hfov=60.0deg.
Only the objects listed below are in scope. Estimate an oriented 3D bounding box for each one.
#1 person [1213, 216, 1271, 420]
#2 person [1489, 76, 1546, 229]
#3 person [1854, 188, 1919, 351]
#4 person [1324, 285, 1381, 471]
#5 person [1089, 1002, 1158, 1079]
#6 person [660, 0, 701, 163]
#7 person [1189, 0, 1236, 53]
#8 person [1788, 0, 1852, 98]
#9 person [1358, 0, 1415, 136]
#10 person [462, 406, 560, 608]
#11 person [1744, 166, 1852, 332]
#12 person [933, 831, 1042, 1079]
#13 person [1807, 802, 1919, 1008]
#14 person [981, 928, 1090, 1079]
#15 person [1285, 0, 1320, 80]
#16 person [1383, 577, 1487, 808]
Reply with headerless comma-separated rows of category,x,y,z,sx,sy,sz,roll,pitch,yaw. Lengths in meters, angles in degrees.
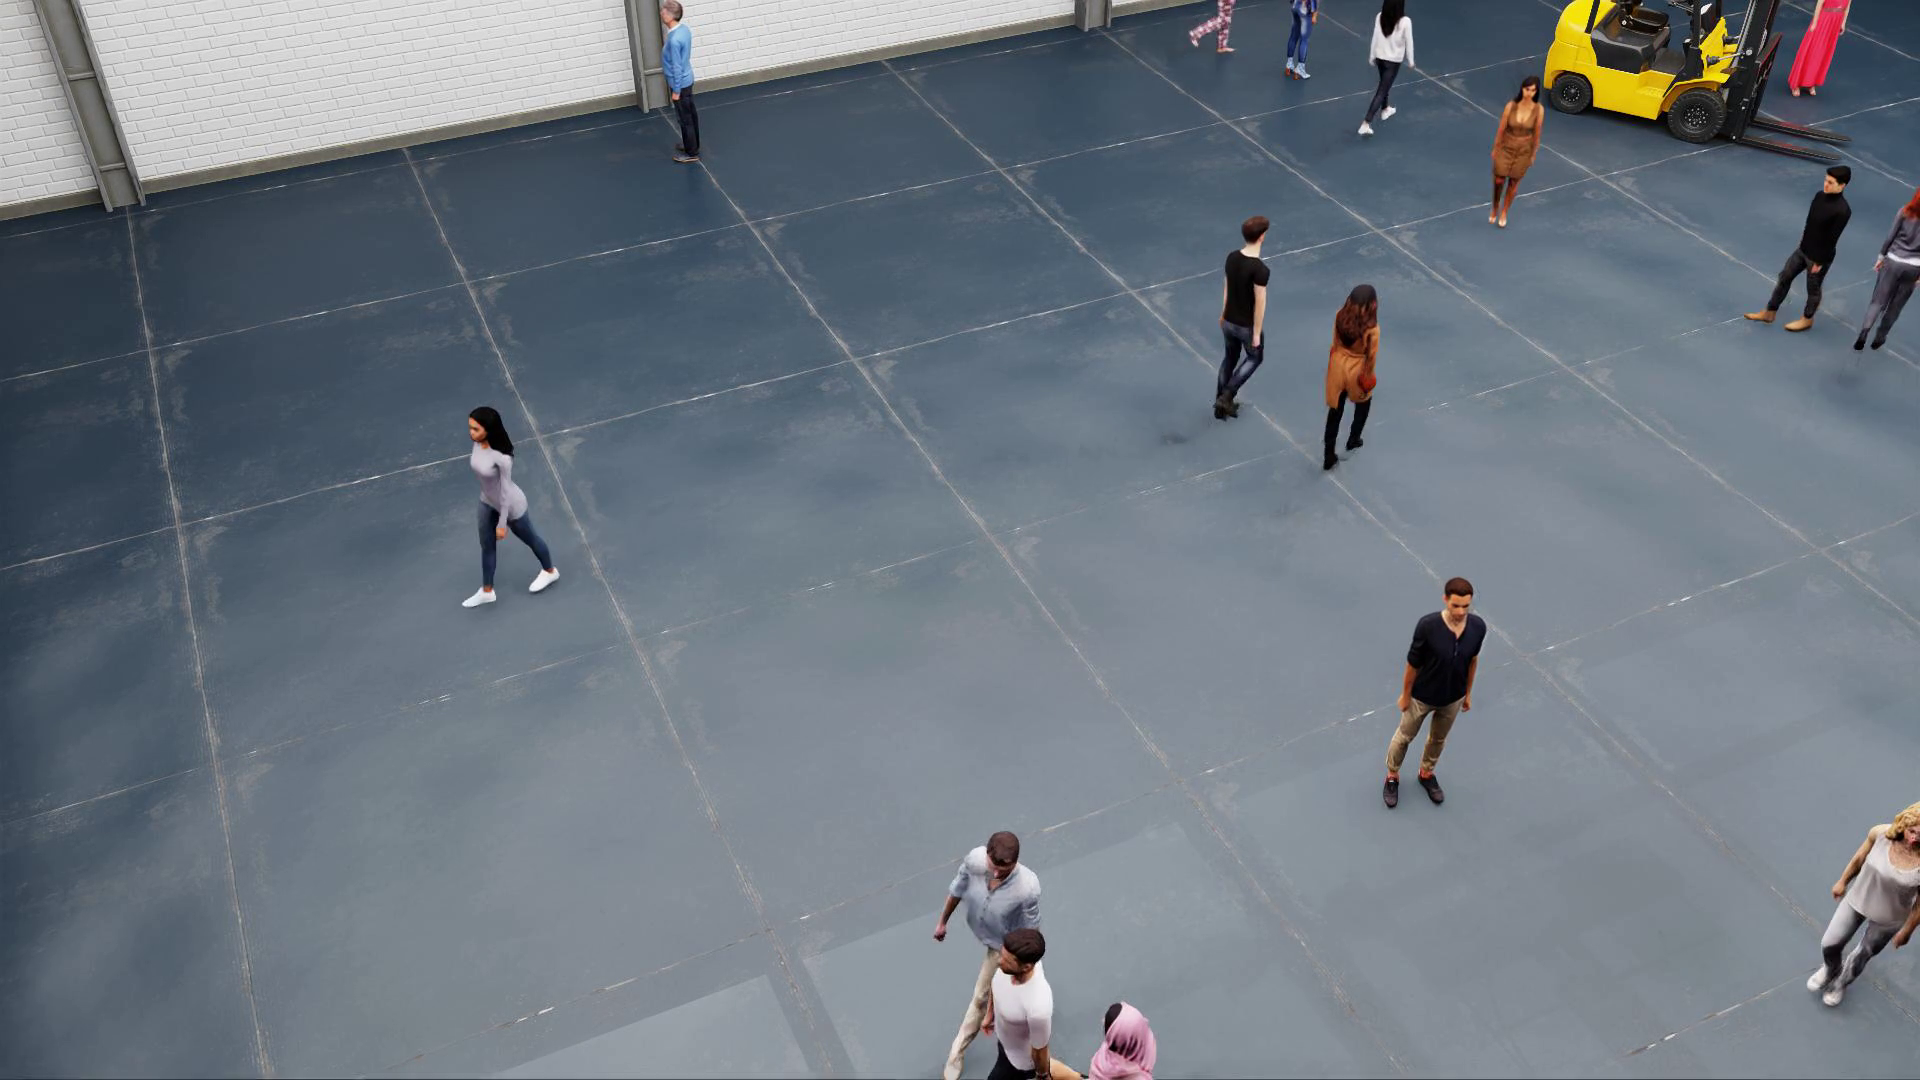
person,2.368,-1.839,14.350,0.847,1.870,0.785,-23,44,-26
person,5.760,-4.046,17.269,0.709,1.676,0.777,9,40,11
person,8.589,-2.442,15.195,0.822,1.760,0.982,26,46,29
person,3.188,-1.317,13.832,0.864,1.702,0.935,24,44,27
person,0.843,2.920,8.578,0.844,1.637,0.749,18,42,21
person,-3.098,-5.121,18.501,0.732,1.820,0.739,2,39,2
person,3.247,-6.917,20.852,0.963,1.691,0.819,0,39,0
person,10.354,-6.160,19.876,0.626,1.727,0.752,-3,39,-3
person,4.856,-5.443,19.030,1.200,1.661,0.861,-30,47,-32
person,-3.339,-0.292,12.547,0.865,1.703,1.096,29,47,31
person,8.100,-2.725,15.593,0.958,1.705,0.827,-4,39,-5
person,0.254,2.166,9.397,1.087,1.793,1.345,31,48,33
person,5.352,2.067,9.626,0.685,1.662,0.698,-31,48,-33
person,0.393,2.624,8.797,1.173,1.826,0.814,-8,39,-10
person,4.207,-6.462,20.343,0.544,1.616,0.599,-18,42,-21
person,3.094,0.977,10.833,0.584,1.860,0.754,-3,39,-4
